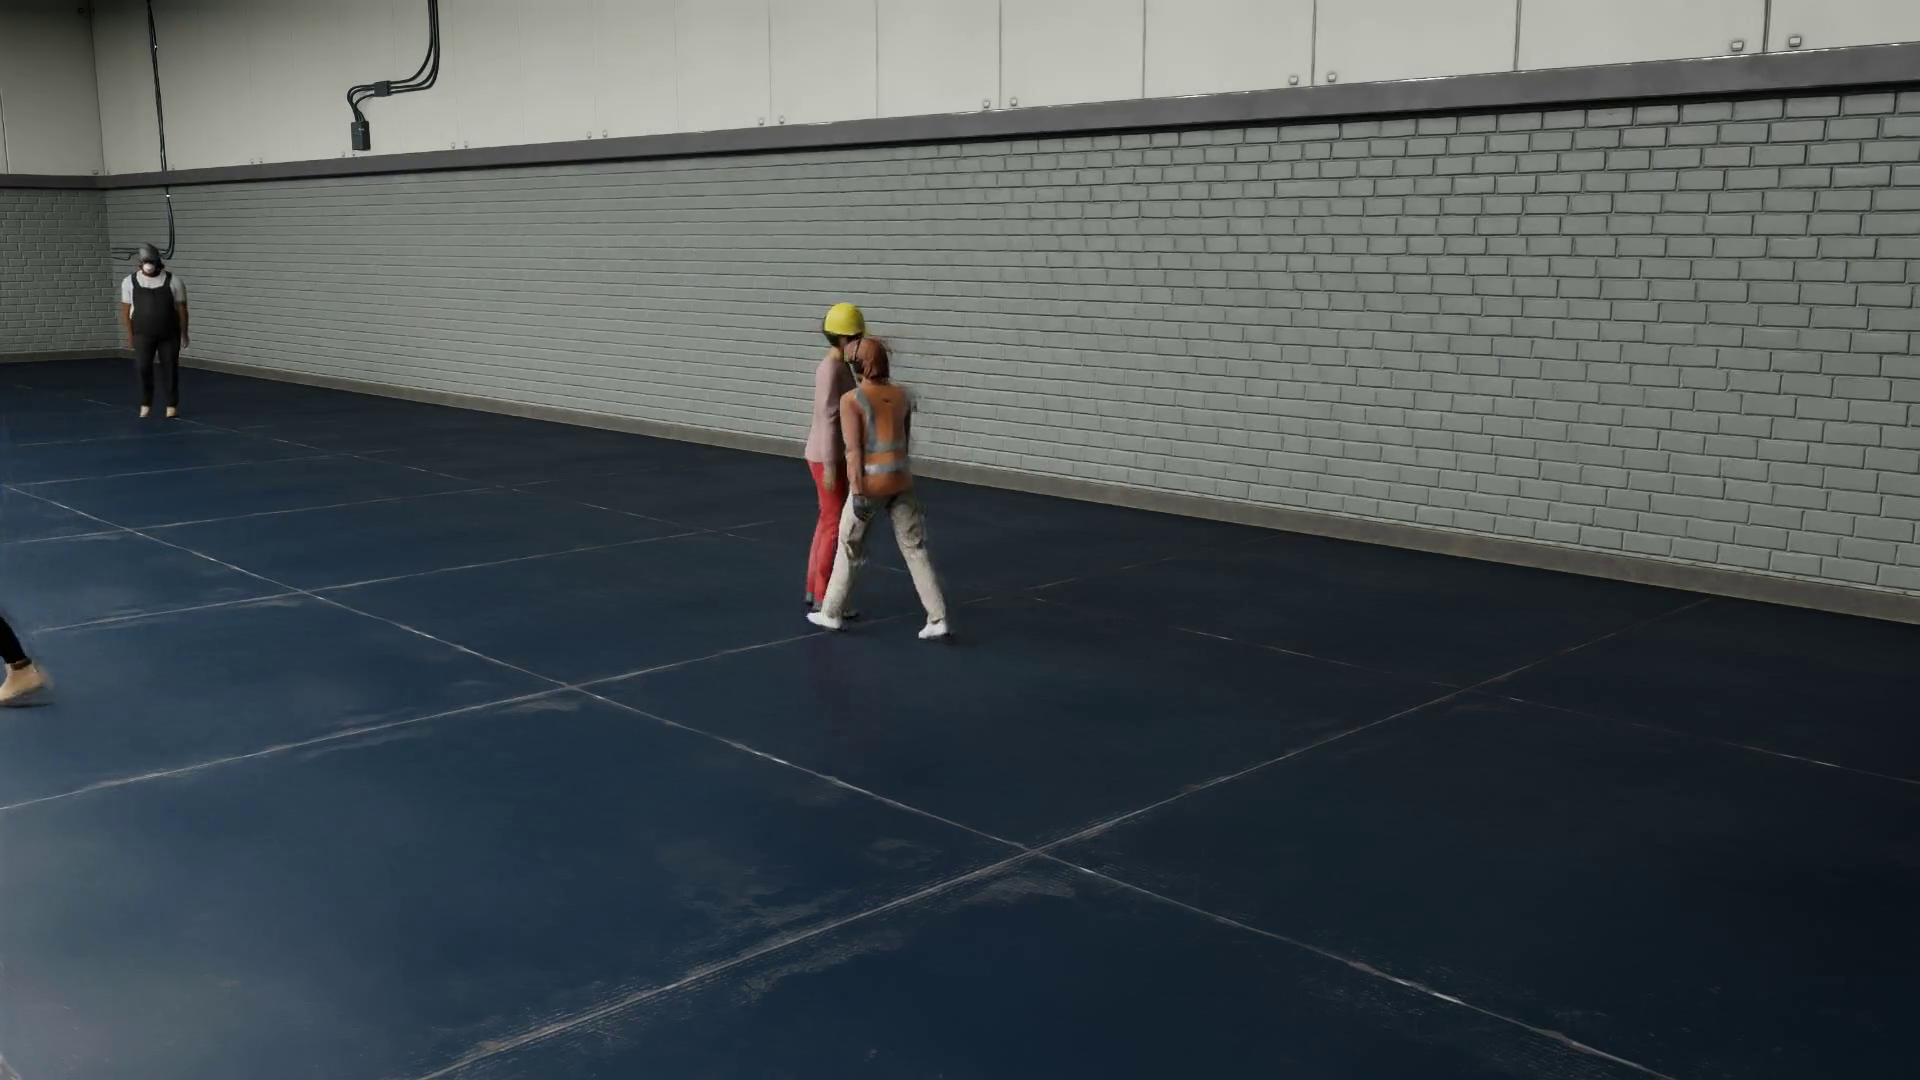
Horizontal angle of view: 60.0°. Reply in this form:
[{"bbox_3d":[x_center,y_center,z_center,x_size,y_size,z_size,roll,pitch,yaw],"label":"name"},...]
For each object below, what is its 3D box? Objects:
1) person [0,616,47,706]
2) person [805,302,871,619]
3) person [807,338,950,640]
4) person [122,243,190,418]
[{"bbox_3d":[-4.567,-0.057,7.399,0.862,1.654,0.543,-3,11,-15],"label":"person"},{"bbox_3d":[-0.682,-0.444,9.244,0.415,1.746,0.548,1,10,4],"label":"person"},{"bbox_3d":[-0.412,-0.264,8.731,0.884,1.582,0.545,10,14,42],"label":"person"},{"bbox_3d":[-9.308,-2.410,19.288,0.691,2.000,0.649,-5,11,-23],"label":"person"}]
